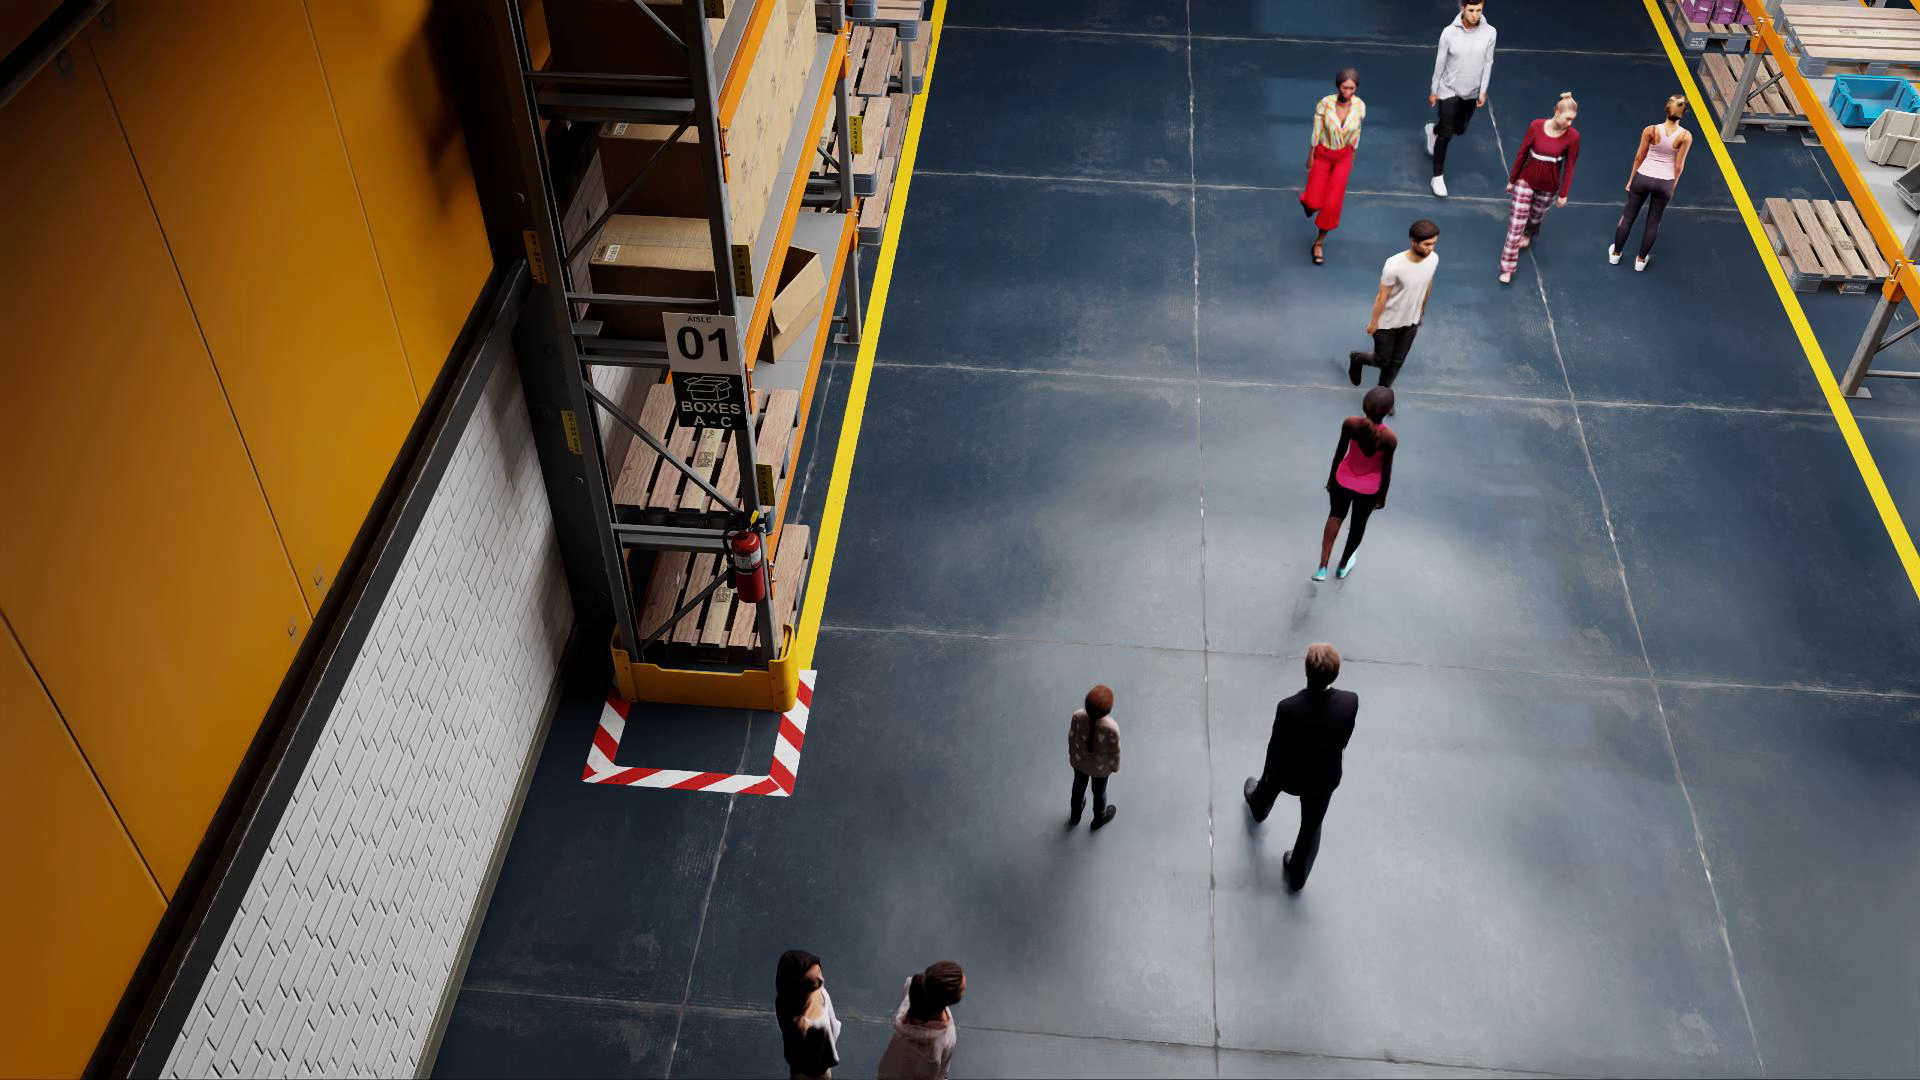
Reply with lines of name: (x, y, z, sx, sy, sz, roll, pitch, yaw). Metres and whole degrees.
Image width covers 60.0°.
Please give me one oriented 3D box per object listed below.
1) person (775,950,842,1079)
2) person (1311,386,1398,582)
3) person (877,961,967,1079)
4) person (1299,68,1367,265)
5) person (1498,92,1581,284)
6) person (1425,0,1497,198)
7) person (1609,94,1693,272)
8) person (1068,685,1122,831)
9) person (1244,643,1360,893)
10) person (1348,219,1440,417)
person: (-0.762, 2.542, 8.336, 0.622, 1.655, 0.563, -21, 48, -21)
person: (2.660, -0.314, 11.295, 0.767, 1.710, 0.913, 22, 48, 22)
person: (-0.308, 2.668, 8.217, 0.990, 1.637, 1.078, -12, 45, -12)
person: (3.183, -3.273, 14.352, 0.635, 1.777, 0.925, -1, 44, -1)
person: (4.961, -3.070, 14.220, 0.866, 1.665, 1.110, 17, 46, 17)
person: (4.513, -4.145, 15.177, 0.833, 1.901, 1.155, -4, 44, -5)
person: (5.930, -3.059, 14.218, 0.620, 1.652, 0.629, 18, 46, 18)
person: (0.796, 1.300, 9.974, 0.544, 1.194, 0.559, 20, 47, 19)
person: (1.997, 1.350, 9.492, 0.772, 1.786, 1.065, -1, 44, -1)
person: (3.337, -1.772, 12.828, 0.844, 1.705, 0.937, -13, 45, -14)
